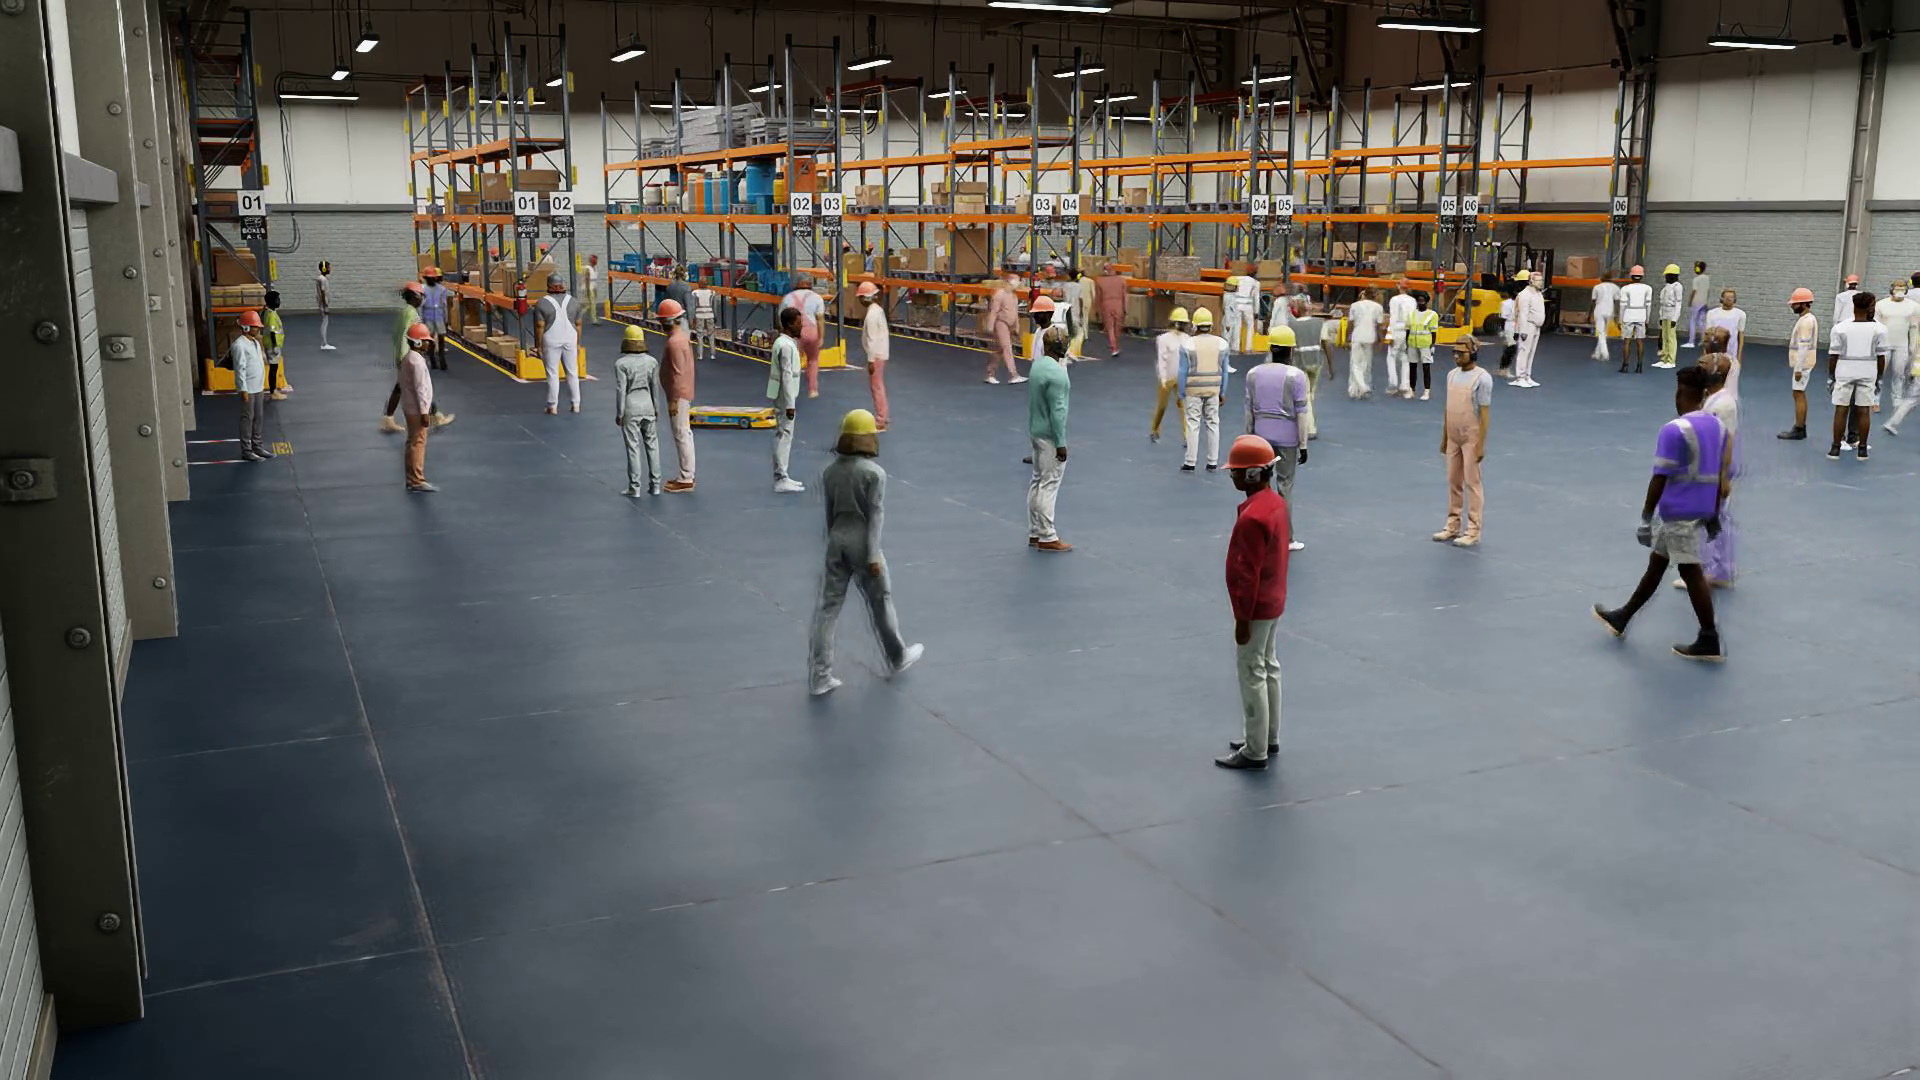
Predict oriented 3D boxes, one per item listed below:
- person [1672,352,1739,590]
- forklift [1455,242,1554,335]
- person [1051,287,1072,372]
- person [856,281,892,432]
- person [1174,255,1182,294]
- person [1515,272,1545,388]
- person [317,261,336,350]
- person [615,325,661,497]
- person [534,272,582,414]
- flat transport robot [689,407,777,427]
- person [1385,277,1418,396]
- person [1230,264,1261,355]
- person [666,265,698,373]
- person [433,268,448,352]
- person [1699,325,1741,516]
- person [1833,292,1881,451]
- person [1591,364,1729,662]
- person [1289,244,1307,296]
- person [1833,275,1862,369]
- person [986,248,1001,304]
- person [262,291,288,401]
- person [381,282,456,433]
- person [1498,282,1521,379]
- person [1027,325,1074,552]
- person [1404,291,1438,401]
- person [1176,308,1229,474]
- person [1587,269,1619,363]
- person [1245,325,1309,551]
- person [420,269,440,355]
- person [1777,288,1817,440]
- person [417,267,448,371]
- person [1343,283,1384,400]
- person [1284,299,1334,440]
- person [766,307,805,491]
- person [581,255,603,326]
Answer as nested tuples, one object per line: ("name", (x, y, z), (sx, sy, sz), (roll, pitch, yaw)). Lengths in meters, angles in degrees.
("person", (5.686, -0.513, 12.686), (0.567, 1.825, 0.504), (5, 12, 24))
("forklift", (13.047, -6.049, 39.881), (2.313, 2.155, 1.214), (-5, 12, -23))
("person", (1.624, -3.431, 27.991), (0.522, 1.639, 0.305), (1, 11, 6))
("person", (-1.146, -2.420, 21.995), (0.434, 1.982, 0.682), (2, 11, 9))
("person", (6.721, -7.987, 51.273), (0.361, 1.598, 0.585), (10, 15, 41))
("person", (9.490, -3.488, 27.603), (0.399, 1.907, 0.644), (9, 14, 39))
("person", (-13.449, -4.964, 35.230), (0.329, 1.861, 0.510), (-5, 12, -23))
("person", (-3.298, -1.313, 16.963), (0.492, 1.742, 0.317), (-9, 15, -40))
("person", (-5.810, -2.843, 23.979), (0.682, 2.000, 0.536), (-7, 13, -30))
("flat transport robot", (-3.139, -1.679, 22.573), (1.431, 0.197, 0.652), (2, 11, 10))
("person", (7.029, -3.219, 26.350), (0.599, 1.854, 0.466), (-5, 12, -24))
("person", (5.754, -4.684, 33.836), (0.696, 1.858, 0.347), (4, 12, 18))
("person", (-5.033, -3.974, 30.000), (0.628, 1.937, 0.378), (9, 15, 40))
("person", (-10.876, -4.788, 34.635), (0.313, 1.738, 0.483), (2, 11, 12))
("person", (7.091, -1.092, 15.607), (0.512, 1.835, 0.340), (-6, 13, -30))
("person", (10.947, -2.055, 20.288), (0.590, 1.919, 0.392), (-4, 12, -21))
("person", (4.639, -0.201, 10.921), (0.685, 1.884, 1.018), (-8, 14, -36))
("person", (9.367, -7.164, 45.940), (0.613, 2.000, 0.698), (9, 14, 37))
("person", (16.295, -3.984, 30.509), (0.563, 1.751, 0.330), (1, 11, 4))
("person", (1.031, -7.913, 50.254), (0.517, 1.843, 0.638), (9, 14, 37))
("person", (-10.573, -2.990, 25.623), (0.318, 1.689, 0.537), (-5, 12, -24))
("person", (-7.203, -2.407, 21.947), (1.022, 1.964, 0.688), (-7, 13, -31))
("person", (9.630, -3.636, 28.938), (0.512, 1.672, 0.531), (9, 15, 40))
("person", (0.765, -0.861, 14.192), (0.365, 1.932, 0.628), (-3, 11, -13))
("person", (7.098, -2.991, 25.629), (0.533, 1.694, 0.319), (10, 15, 41))
("person", (2.674, -1.651, 18.440), (0.590, 1.837, 0.403), (-3, 11, -14))
("person", (12.475, -4.341, 32.197), (0.505, 1.813, 0.905), (-1, 11, -6))
("person", (2.708, -0.862, 14.200), (0.587, 1.928, 0.363), (9, 14, 38))
("person", (-10.797, -4.653, 33.878), (0.533, 1.768, 0.311), (0, 11, 2))
("person", (10.698, -2.241, 21.222), (0.393, 1.927, 0.547), (6, 13, 27))
("person", (-9.632, -4.040, 30.435), (0.565, 1.886, 0.971), (-5, 12, -25))
("person", (6.210, -3.041, 25.612), (0.583, 1.805, 0.656), (1, 11, 5))
("person", (4.445, -2.205, 21.405), (0.647, 1.775, 0.947), (-1, 11, -5))
("person", (-1.816, -1.460, 17.299), (0.396, 1.910, 0.587), (-2, 11, -9))
("person", (-9.497, -6.402, 42.636), (0.667, 1.816, 0.592), (2, 11, 10))
